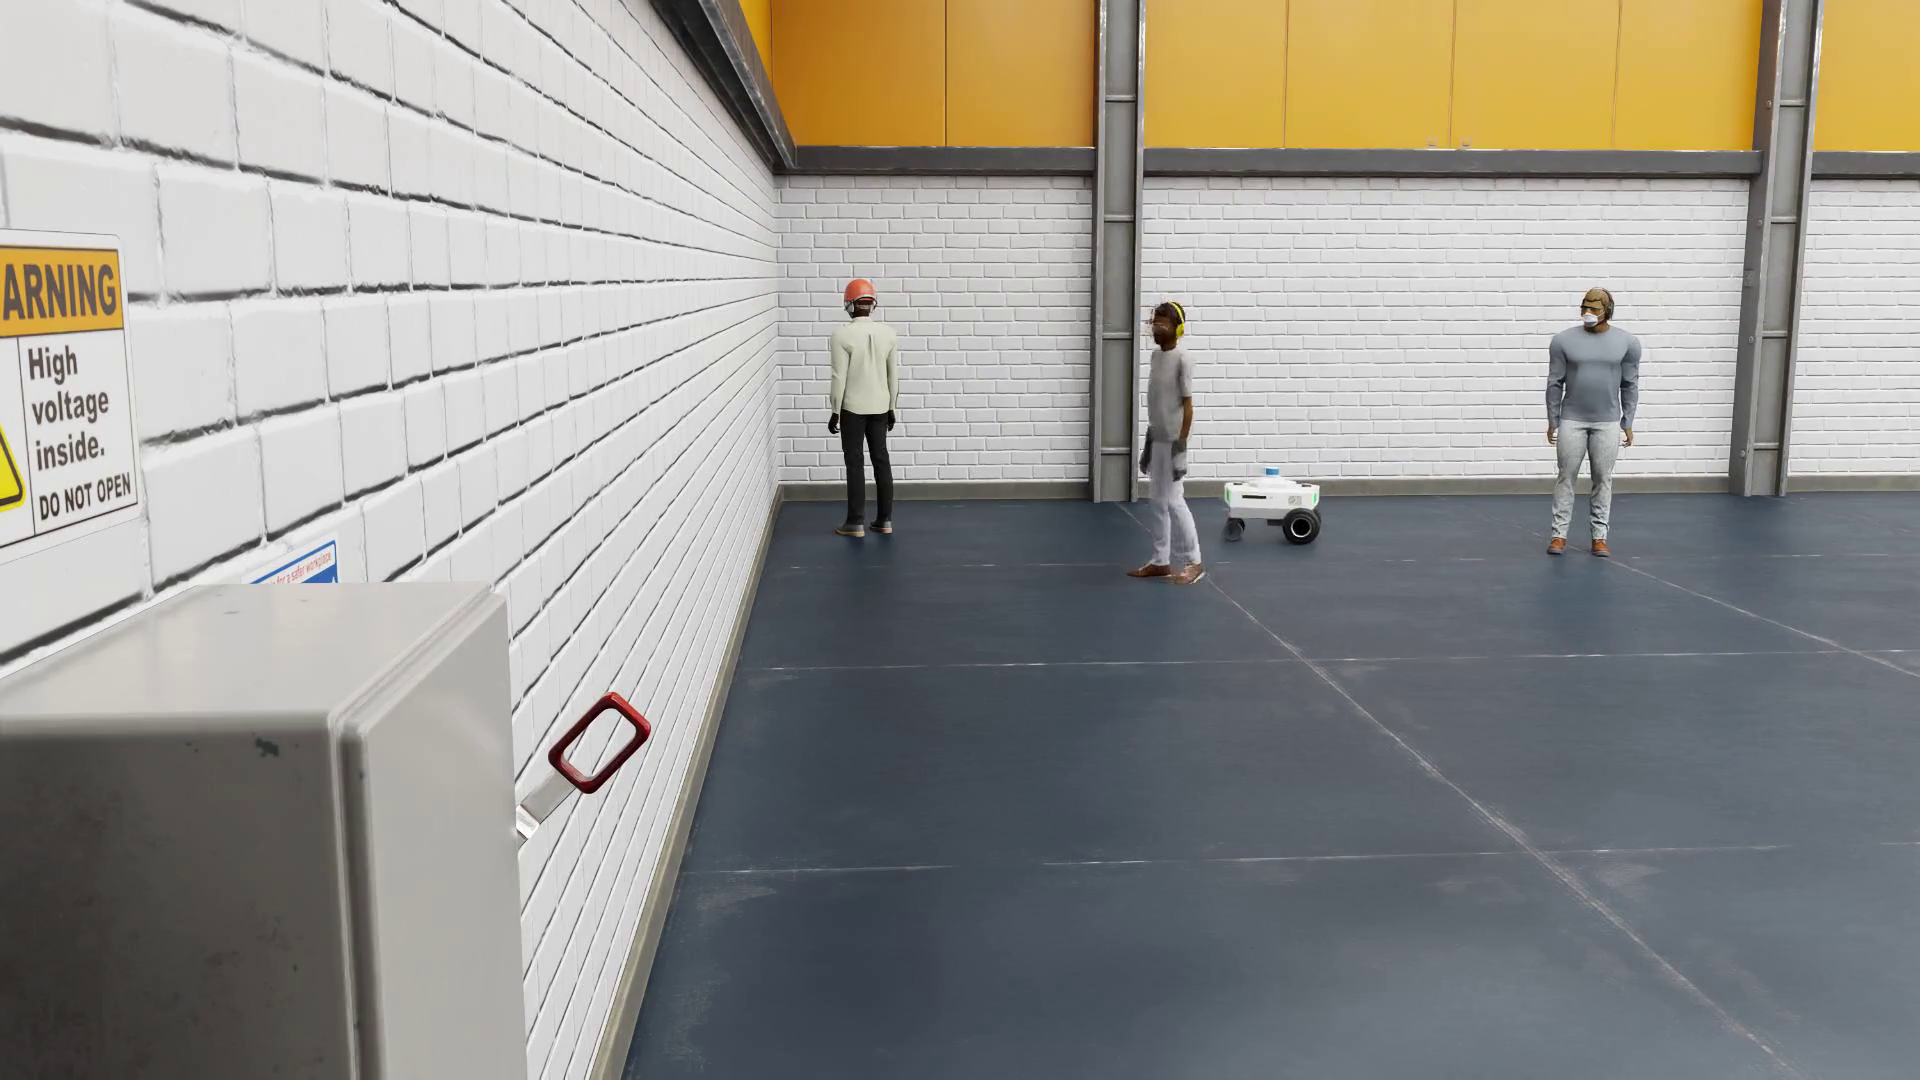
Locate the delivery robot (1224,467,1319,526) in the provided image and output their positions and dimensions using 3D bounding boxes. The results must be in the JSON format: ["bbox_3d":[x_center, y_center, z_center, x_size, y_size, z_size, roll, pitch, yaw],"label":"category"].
[{"bbox_3d":[2.378,-0.316,12.699,0.707,0.478,0.477,2,9,13],"label":"delivery robot"}]

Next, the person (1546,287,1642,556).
[{"bbox_3d":[4.552,-0.846,12.001,0.629,1.937,0.376,3,10,20],"label":"person"}]

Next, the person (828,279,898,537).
[{"bbox_3d":[-0.764,-1.026,12.947,0.623,1.992,0.396,-7,11,-37],"label":"person"}]

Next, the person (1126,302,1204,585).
[{"bbox_3d":[1.395,-0.631,10.959,0.443,1.849,0.591,-3,10,-20],"label":"person"}]
